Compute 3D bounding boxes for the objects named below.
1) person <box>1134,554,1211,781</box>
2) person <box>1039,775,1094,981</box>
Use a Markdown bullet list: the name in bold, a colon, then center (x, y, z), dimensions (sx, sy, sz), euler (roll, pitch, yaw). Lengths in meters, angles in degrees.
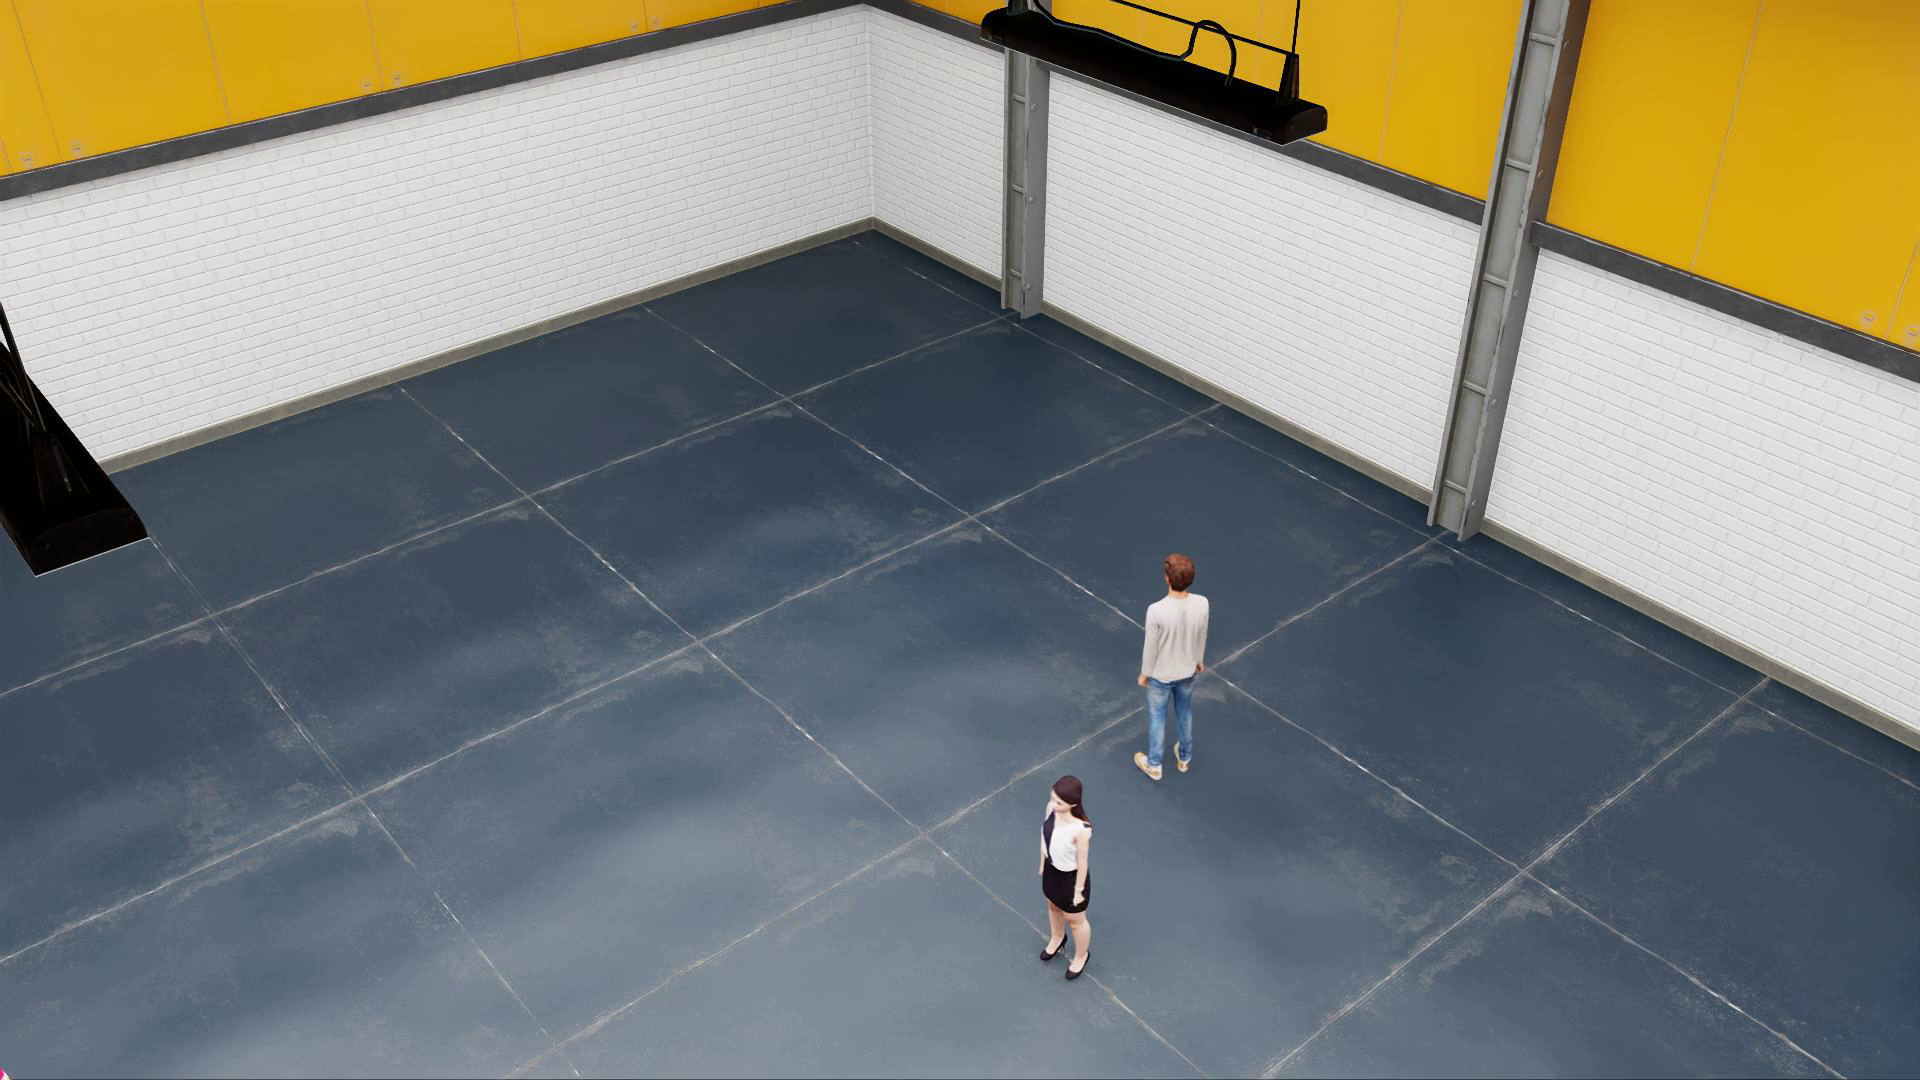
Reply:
- **person**: center (1.545, 0.931, 12.082), dimensions (0.737, 1.901, 0.703), euler (-10, 35, -15)
- **person**: center (0.675, 2.123, 10.520), dimensions (0.598, 1.646, 0.461), euler (-24, 40, -31)
